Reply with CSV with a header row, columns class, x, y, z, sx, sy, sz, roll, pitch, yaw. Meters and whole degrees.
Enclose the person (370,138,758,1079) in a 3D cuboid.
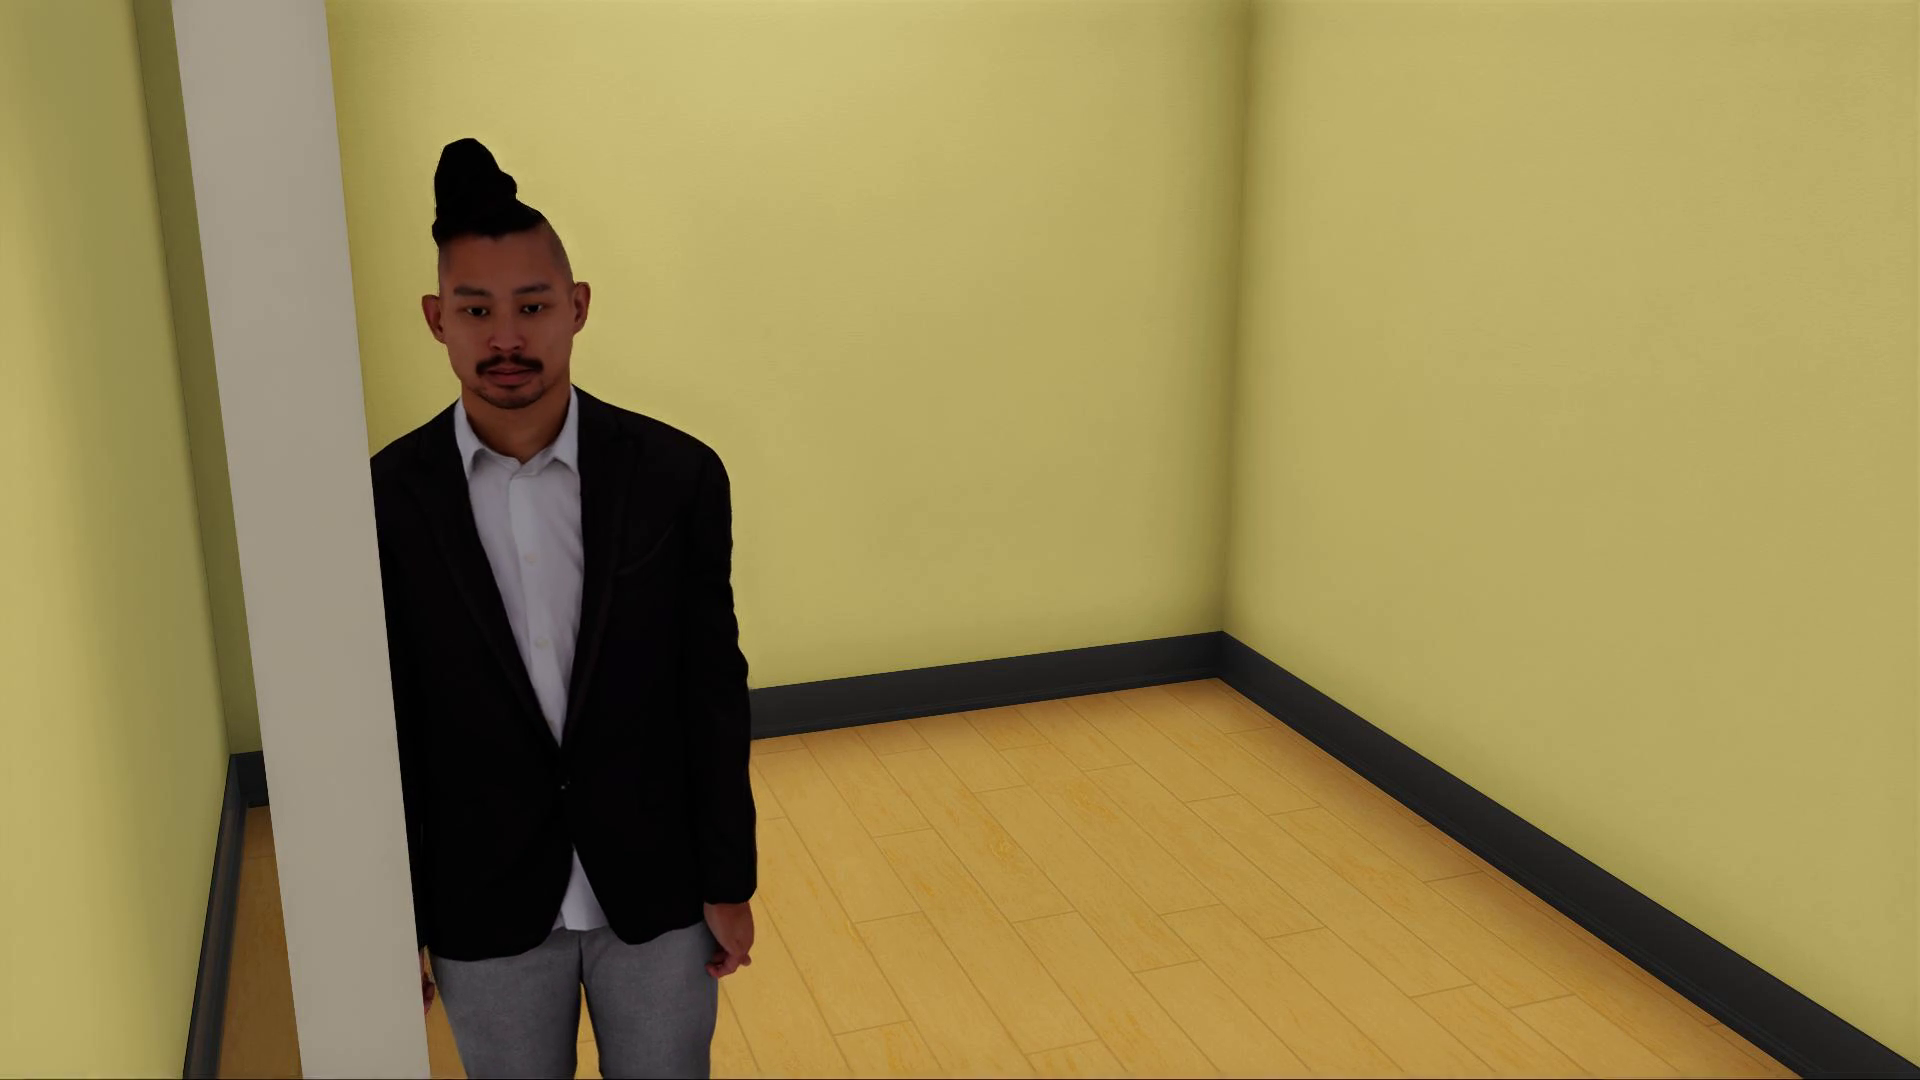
class,x,y,z,sx,sy,sz,roll,pitch,yaw
person,-0.557,0.432,2.342,0.568,1.953,0.784,-4,16,-14
